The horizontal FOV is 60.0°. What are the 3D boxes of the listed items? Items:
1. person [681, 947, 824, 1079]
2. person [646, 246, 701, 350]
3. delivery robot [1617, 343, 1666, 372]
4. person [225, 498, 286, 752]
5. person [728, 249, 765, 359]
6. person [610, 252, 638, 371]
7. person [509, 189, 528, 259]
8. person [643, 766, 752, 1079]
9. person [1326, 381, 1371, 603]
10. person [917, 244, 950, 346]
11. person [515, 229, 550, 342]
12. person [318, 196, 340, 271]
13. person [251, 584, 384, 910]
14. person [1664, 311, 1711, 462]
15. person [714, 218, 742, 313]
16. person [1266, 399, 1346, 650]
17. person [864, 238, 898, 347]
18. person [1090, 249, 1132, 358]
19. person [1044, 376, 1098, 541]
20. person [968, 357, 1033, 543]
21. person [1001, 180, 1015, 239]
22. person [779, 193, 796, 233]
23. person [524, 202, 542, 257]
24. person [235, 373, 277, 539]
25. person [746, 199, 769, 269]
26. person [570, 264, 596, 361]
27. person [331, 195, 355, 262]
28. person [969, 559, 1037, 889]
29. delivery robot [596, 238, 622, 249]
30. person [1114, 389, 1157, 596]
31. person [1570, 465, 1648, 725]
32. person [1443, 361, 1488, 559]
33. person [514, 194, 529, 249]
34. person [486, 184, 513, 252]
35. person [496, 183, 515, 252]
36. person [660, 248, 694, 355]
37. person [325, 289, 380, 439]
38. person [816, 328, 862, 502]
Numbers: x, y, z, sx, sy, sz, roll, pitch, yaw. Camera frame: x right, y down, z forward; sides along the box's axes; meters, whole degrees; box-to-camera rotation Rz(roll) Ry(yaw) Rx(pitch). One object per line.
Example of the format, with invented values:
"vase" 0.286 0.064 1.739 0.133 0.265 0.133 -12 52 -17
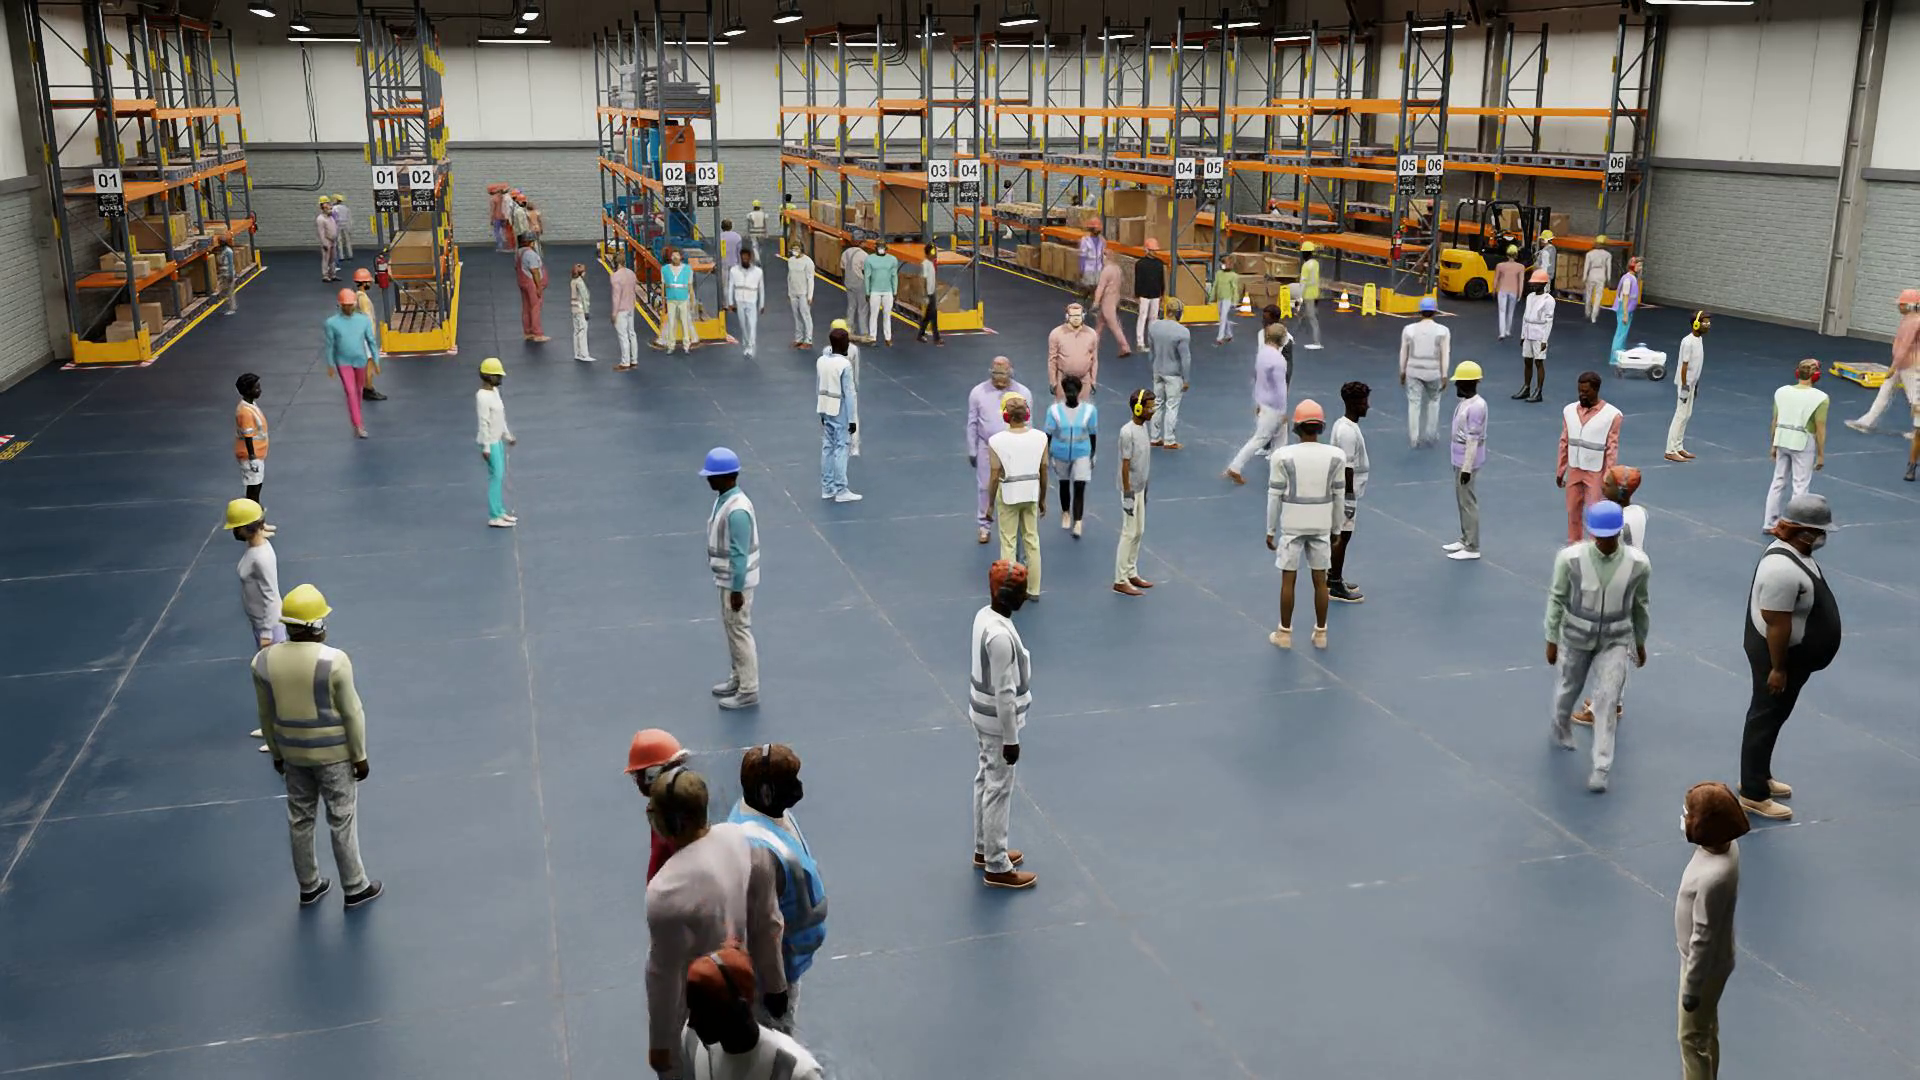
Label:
"person" -0.606 2.123 5.376 0.636 1.838 0.986 13 20 41
"person" -5.067 -4.267 29.403 0.988 1.837 0.641 -3 15 -12
"delivery robot" 10.834 -2.882 26.451 0.707 0.478 0.477 4 15 15
"person" -4.761 0.569 11.338 0.327 1.760 0.524 -8 17 -28
"person" -3.666 -4.036 28.498 0.591 1.848 1.072 1 15 3
"person" -5.501 -3.728 27.161 0.354 1.938 0.635 5 16 19
"person" -12.195 -8.746 46.047 0.612 1.938 0.413 2 15 6
"person" -0.984 1.786 6.446 0.513 1.925 0.646 6 16 20
"person" 3.432 -0.439 14.733 0.367 1.965 0.607 2 15 7
"person" -0.515 -4.445 30.118 0.722 1.825 0.604 3 15 12
"person" -7.820 -4.671 30.515 0.536 2.000 0.686 -13 19 -40
"person" -16.274 -7.888 42.838 0.593 1.925 0.384 10 18 34
"person" -3.495 1.133 9.071 0.586 1.835 0.404 3 15 10
"person" 8.946 -1.887 20.396 0.328 1.861 0.507 11 19 37
"person" -4.827 -5.713 34.629 0.637 1.938 0.355 -11 18 -35
"person" 2.778 -0.121 13.433 0.623 2.030 0.440 -1 15 -3
"person" -1.412 -4.438 29.835 0.630 1.938 0.372 -4 15 -14
"person" 2.536 -4.073 28.652 0.985 1.853 0.648 5 16 17
"person" 1.112 -0.846 16.863 0.545 1.639 0.899 2 15 7
"person" 0.414 -0.892 16.592 0.659 1.891 0.397 0 15 0
"person" 1.515 -10.524 52.921 0.429 1.842 0.636 2 15 6
"person" -4.944 -9.128 47.945 0.540 1.695 0.317 2 15 6
"person" -11.677 -8.423 45.460 0.484 1.608 0.540 11 19 37
"person" -7.146 -0.851 16.819 0.321 1.689 0.530 -4 15 -13
"person" -5.265 -7.940 43.265 0.599 1.810 0.779 -5 16 -19
"person" -6.424 -3.848 28.198 0.312 1.642 0.519 -10 18 -33
"person" -16.819 -8.455 45.255 0.433 1.787 0.646 12 19 39
"person" 0.233 1.025 9.375 0.355 1.887 0.574 -3 15 -9
"delivery robot" -9.805 -8.220 46.535 0.707 0.478 0.477 -2 15 -9
"person" 1.580 -0.434 14.930 0.332 1.856 0.528 7 16 25
"person" 4.601 0.393 11.759 0.355 1.885 0.576 12 19 39
"person" 4.880 -0.774 16.094 0.382 1.917 0.584 2 15 6
"person" -11.107 -7.769 42.257 0.382 1.996 0.608 -4 16 -16
"person" -13.342 -9.346 48.305 0.648 1.944 0.690 4 15 14
"person" -13.161 -9.341 48.243 0.529 1.968 0.639 -5 16 -19
"person" -4.905 -4.143 28.891 0.565 1.849 0.389 -1 15 -4
"person" -8.049 -2.368 22.046 0.628 1.937 1.073 -10 18 -33
"person" -1.368 -1.384 18.380 0.372 1.917 0.596 -12 19 -38
